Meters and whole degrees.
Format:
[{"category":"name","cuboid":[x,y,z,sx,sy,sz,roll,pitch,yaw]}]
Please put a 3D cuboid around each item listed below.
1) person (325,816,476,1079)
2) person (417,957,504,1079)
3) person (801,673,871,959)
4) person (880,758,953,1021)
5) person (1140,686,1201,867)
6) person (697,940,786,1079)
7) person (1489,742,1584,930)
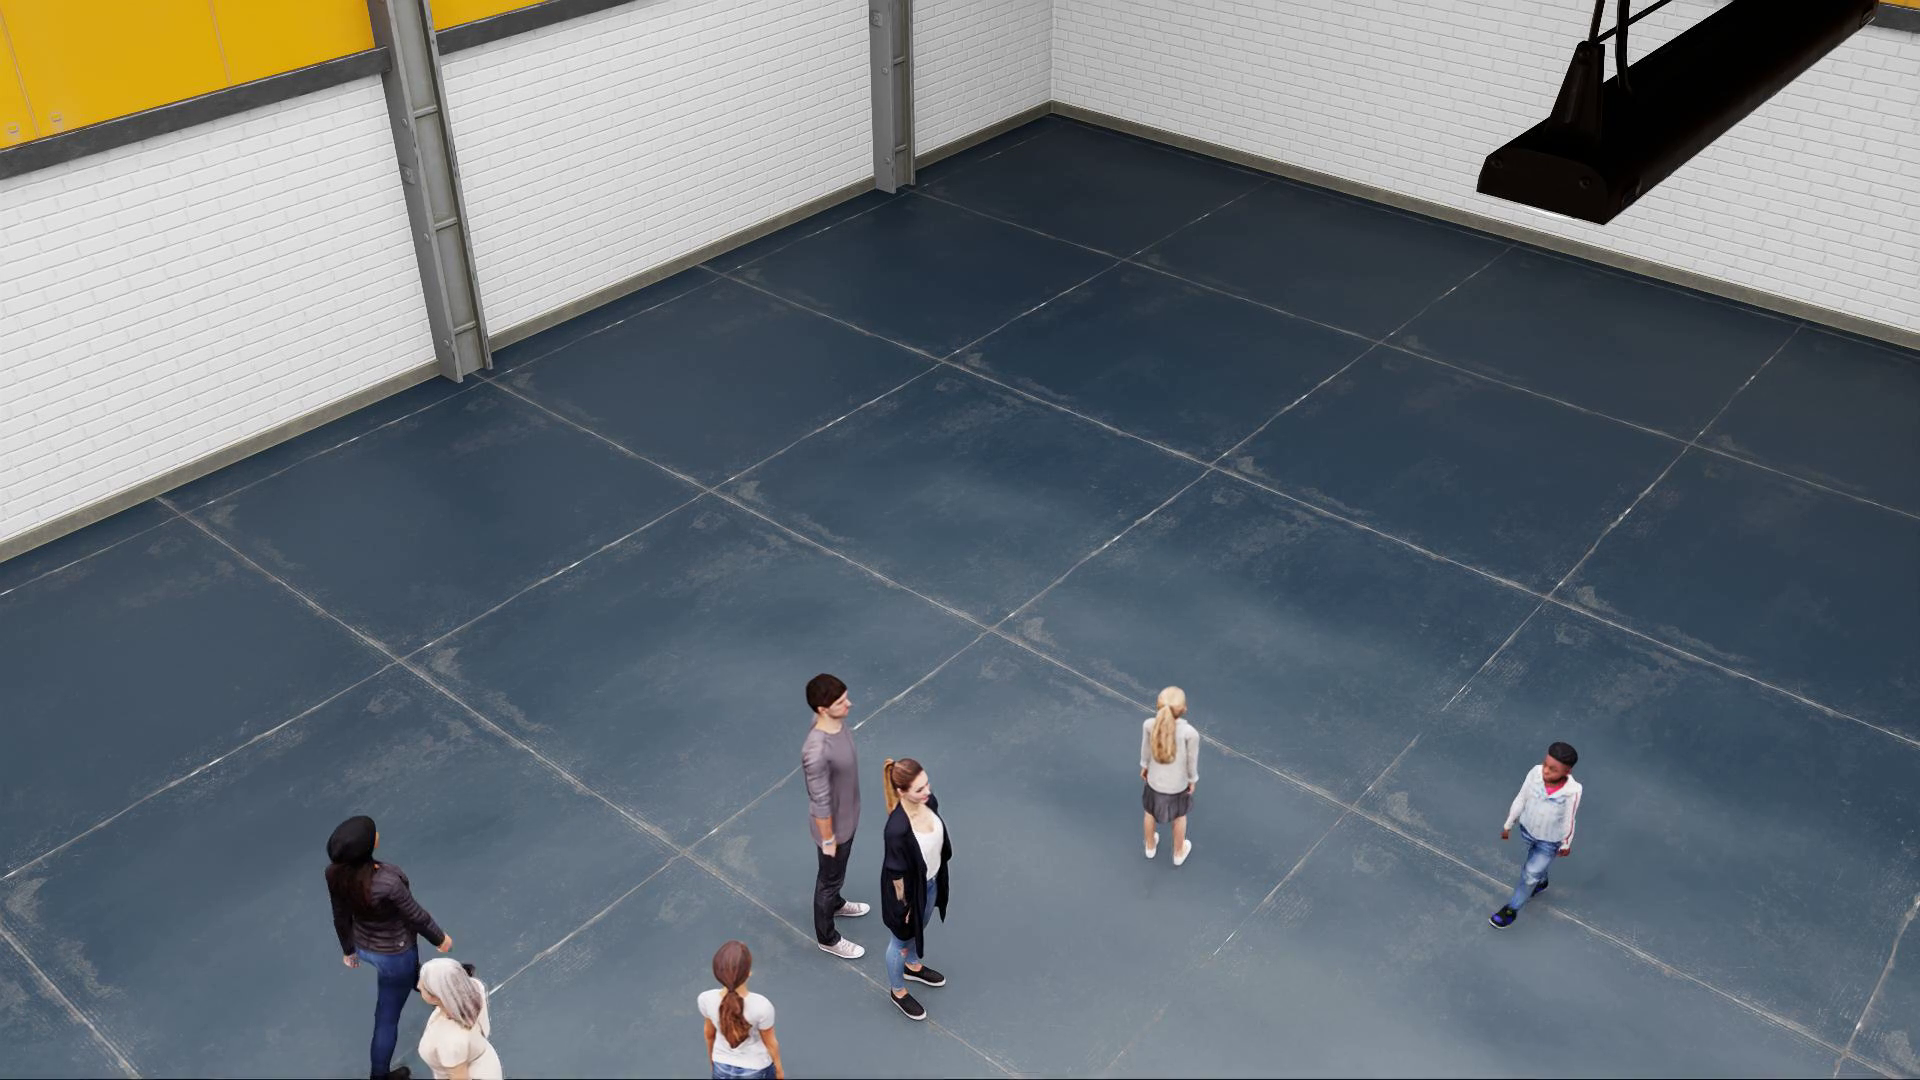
[{"category":"person","cuboid":[-2.943,2.152,8.378,0.777,1.704,1.180,17,37,24]},{"category":"person","cuboid":[-2.246,2.555,7.741,0.787,1.738,0.723,-1,34,-1]},{"category":"person","cuboid":[-0.709,1.500,9.225,0.806,1.854,0.692,3,34,4]},{"category":"person","cuboid":[-0.264,1.829,8.882,0.735,1.684,0.569,16,37,23]},{"category":"person","cuboid":[1.239,1.404,9.891,0.575,1.275,0.590,14,36,20]},{"category":"person","cuboid":[-1.033,2.518,7.955,0.608,1.563,0.634,9,35,13]},{"category":"person","cuboid":[3.402,1.643,9.574,0.890,1.229,0.639,-21,39,-28]}]
